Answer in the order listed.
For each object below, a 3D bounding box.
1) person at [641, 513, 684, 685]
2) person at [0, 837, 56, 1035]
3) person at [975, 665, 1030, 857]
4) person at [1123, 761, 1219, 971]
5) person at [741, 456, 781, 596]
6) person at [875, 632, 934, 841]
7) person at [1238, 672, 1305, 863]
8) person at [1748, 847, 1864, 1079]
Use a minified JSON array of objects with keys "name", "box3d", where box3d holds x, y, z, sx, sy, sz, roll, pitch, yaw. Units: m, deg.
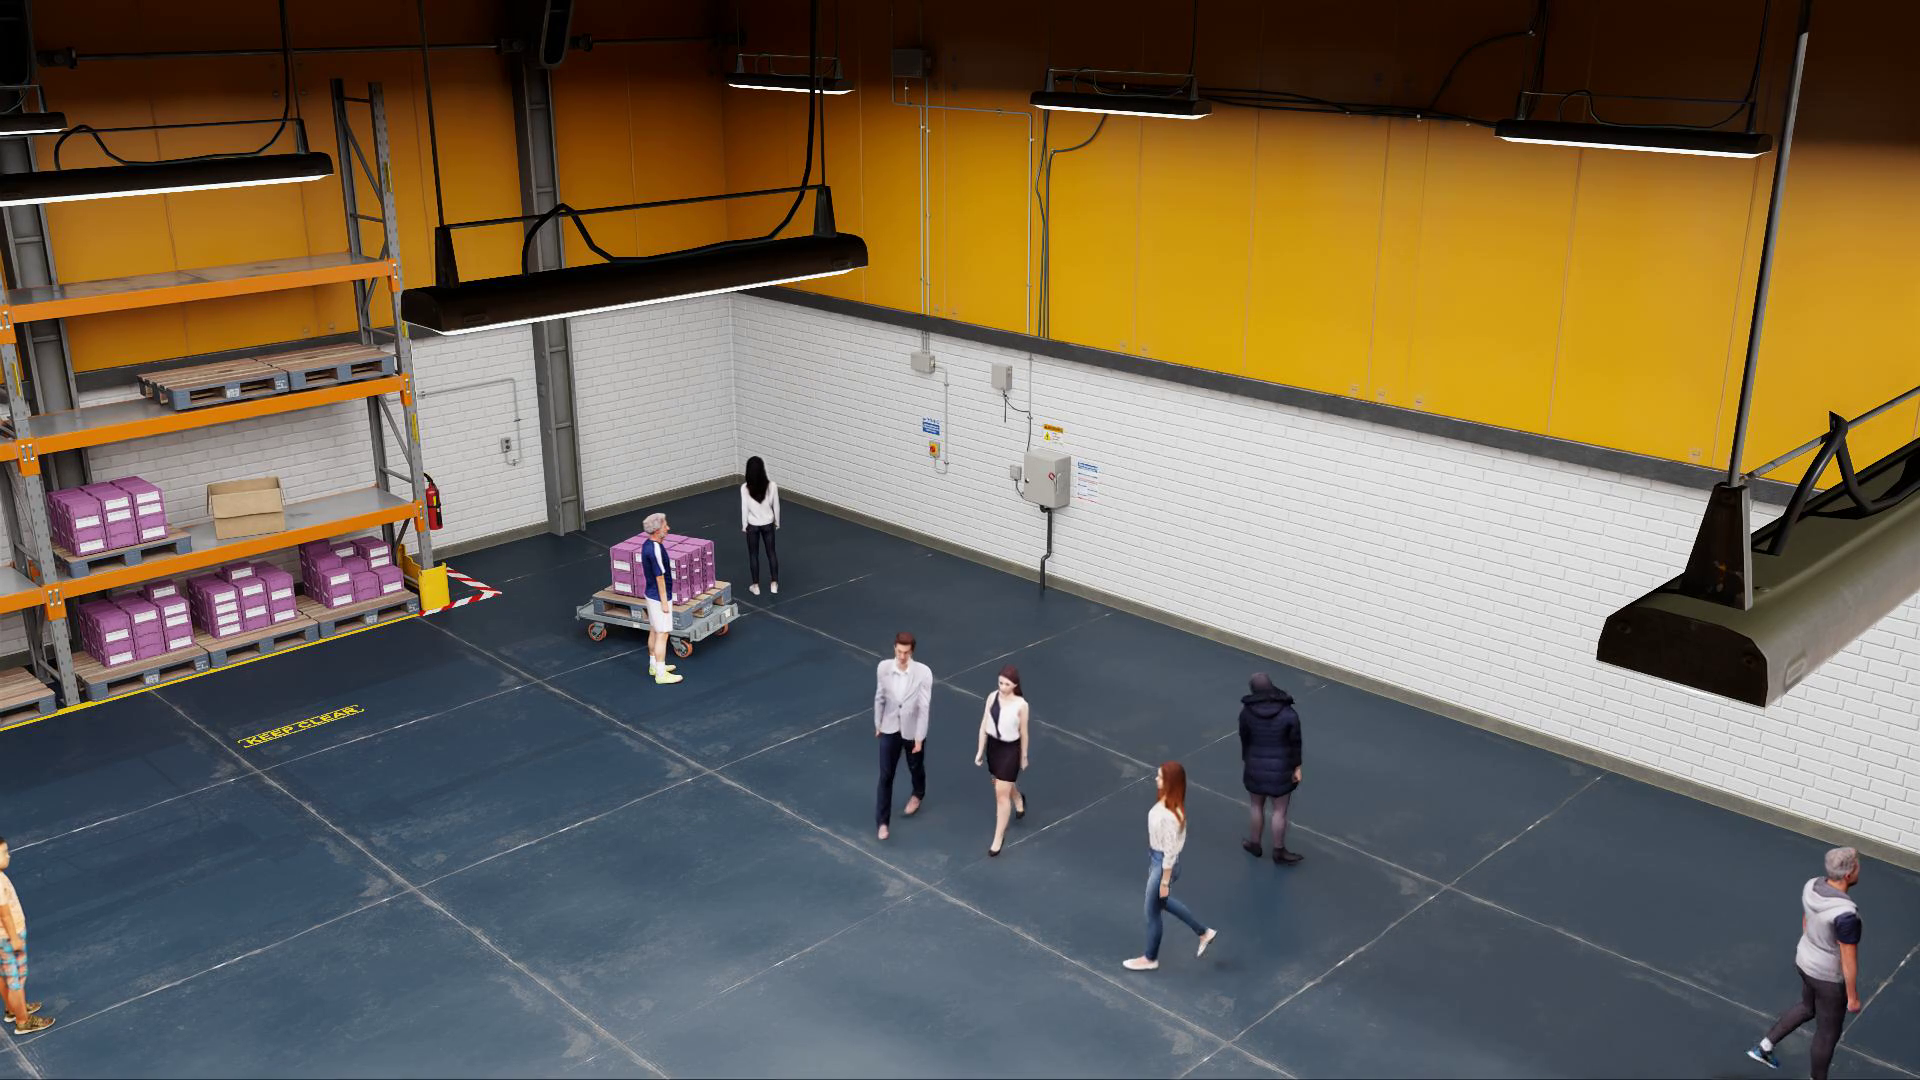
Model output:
[{"name":"person","box3d":[-3.154,0.584,17.417,0.685,1.837,0.713,-7,20,-21]},{"name":"person","box3d":[-6.665,2.741,11.604,0.493,1.461,0.536,-16,24,-40]},{"name":"person","box3d":[0.404,1.809,14.127,0.761,1.616,1.093,10,21,27]},{"name":"person","box3d":[1.578,2.400,12.216,0.974,1.715,0.951,2,19,5]},{"name":"person","box3d":[-2.390,-0.184,19.914,0.635,1.700,0.753,-5,19,-16]},{"name":"person","box3d":[-0.451,1.620,14.394,1.077,1.803,1.267,5,19,13]},{"name":"person","box3d":[2.610,1.899,13.812,0.875,1.647,0.802,13,23,34]},{"name":"person","box3d":[5.542,2.820,10.809,1.019,1.818,0.962,1,19,2]}]
